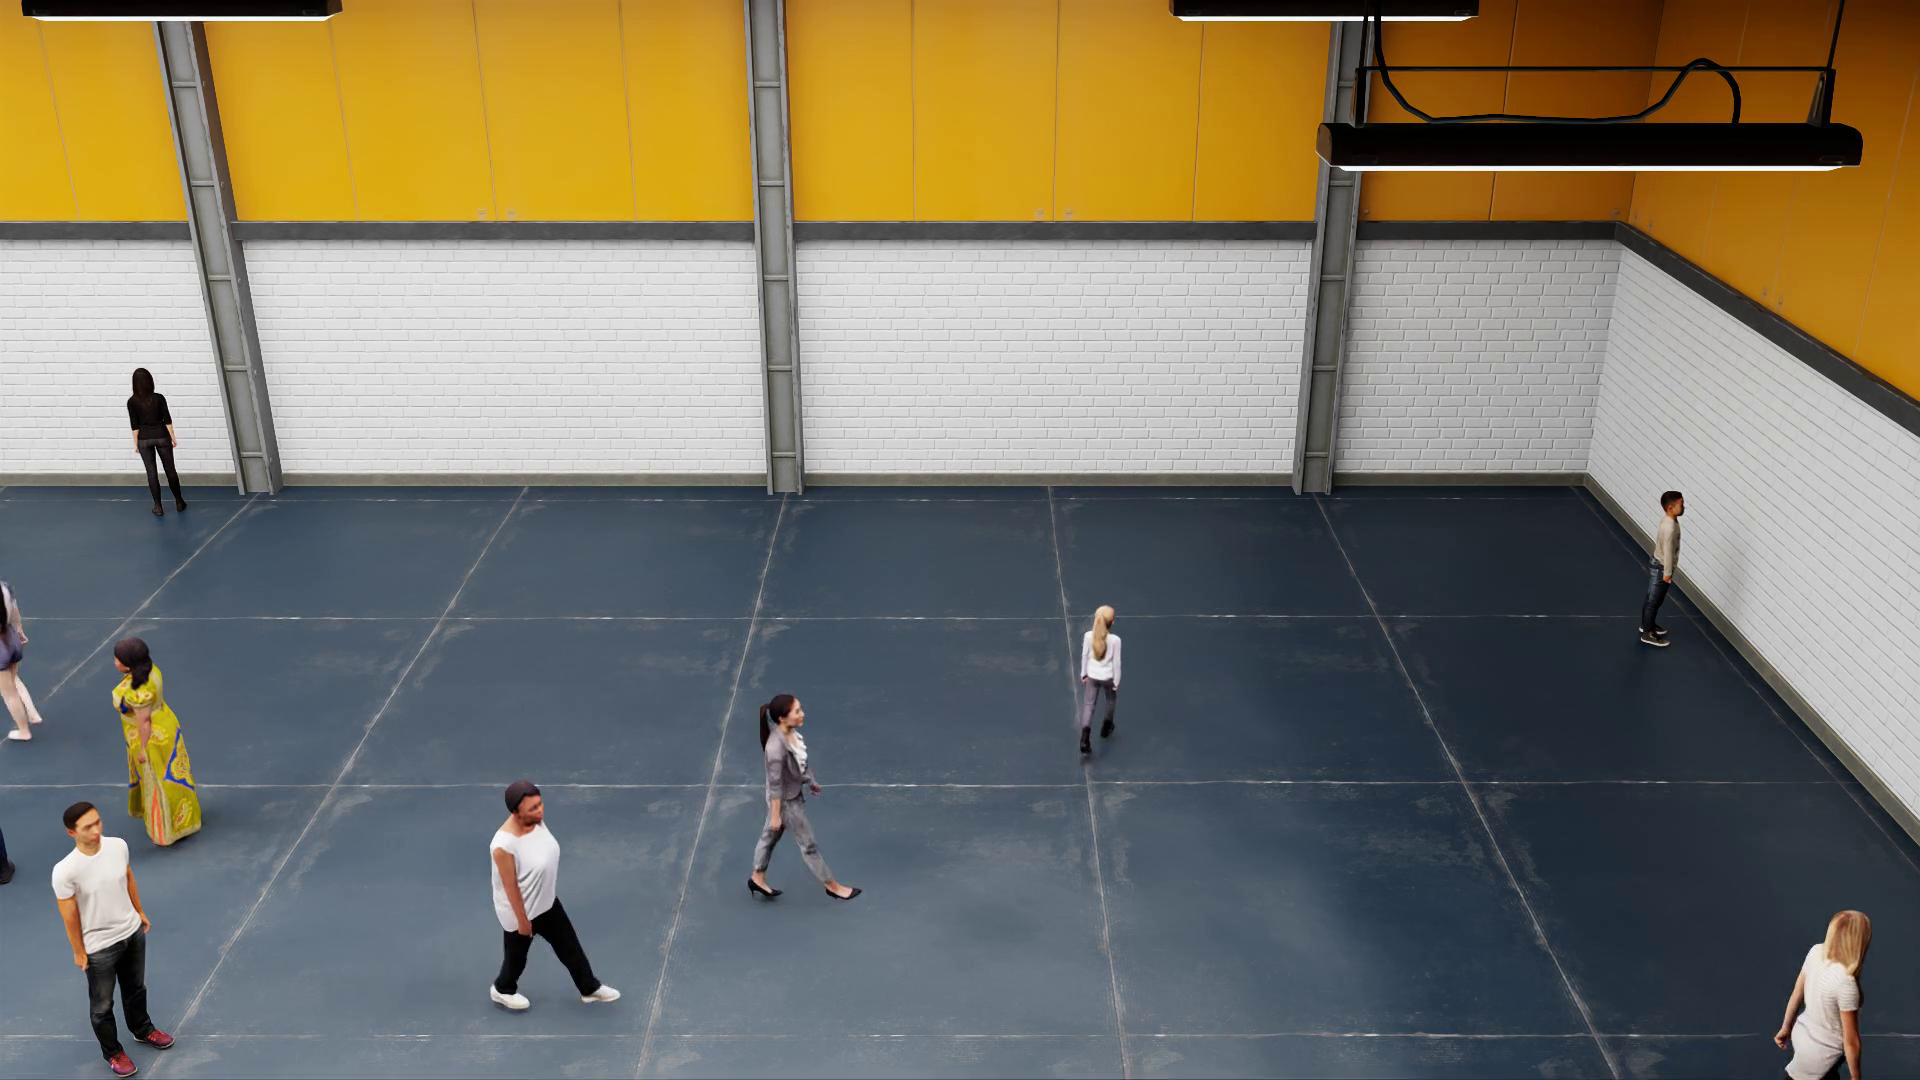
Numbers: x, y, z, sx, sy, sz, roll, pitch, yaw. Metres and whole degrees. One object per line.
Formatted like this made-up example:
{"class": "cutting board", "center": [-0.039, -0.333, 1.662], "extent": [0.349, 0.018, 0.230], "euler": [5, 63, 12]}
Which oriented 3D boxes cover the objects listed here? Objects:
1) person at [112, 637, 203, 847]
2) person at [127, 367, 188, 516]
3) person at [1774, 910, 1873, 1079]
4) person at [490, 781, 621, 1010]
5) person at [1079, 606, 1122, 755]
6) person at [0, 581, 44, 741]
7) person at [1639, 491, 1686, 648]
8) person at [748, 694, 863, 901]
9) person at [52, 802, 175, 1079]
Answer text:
{"class": "person", "center": [-5.968, 1.457, 12.288], "extent": [0.913, 1.659, 0.949], "euler": [-7, 25, -16]}
{"class": "person", "center": [-8.778, -1.080, 18.113], "extent": [0.603, 1.641, 0.721], "euler": [-13, 27, -26]}
{"class": "person", "center": [4.551, 2.815, 9.037], "extent": [1.151, 1.775, 0.625], "euler": [-1, 24, -2]}
{"class": "person", "center": [-2.754, 2.265, 10.456], "extent": [1.140, 1.646, 0.878], "euler": [7, 25, 16]}
{"class": "person", "center": [1.119, 1.140, 13.507], "extent": [0.872, 1.264, 0.750], "euler": [8, 25, 18]}
{"class": "person", "center": [-7.754, 0.902, 13.578], "extent": [0.642, 1.642, 0.662], "euler": [6, 24, 13]}
{"class": "person", "center": [6.471, 0.236, 15.324], "extent": [0.607, 1.465, 0.608], "euler": [8, 25, 18]}
{"class": "person", "center": [-1.295, 1.814, 11.501], "extent": [1.049, 1.635, 0.663], "euler": [1, 24, 2]}
{"class": "person", "center": [-5.138, 2.369, 10.022], "extent": [0.695, 1.803, 0.718], "euler": [11, 26, 23]}
